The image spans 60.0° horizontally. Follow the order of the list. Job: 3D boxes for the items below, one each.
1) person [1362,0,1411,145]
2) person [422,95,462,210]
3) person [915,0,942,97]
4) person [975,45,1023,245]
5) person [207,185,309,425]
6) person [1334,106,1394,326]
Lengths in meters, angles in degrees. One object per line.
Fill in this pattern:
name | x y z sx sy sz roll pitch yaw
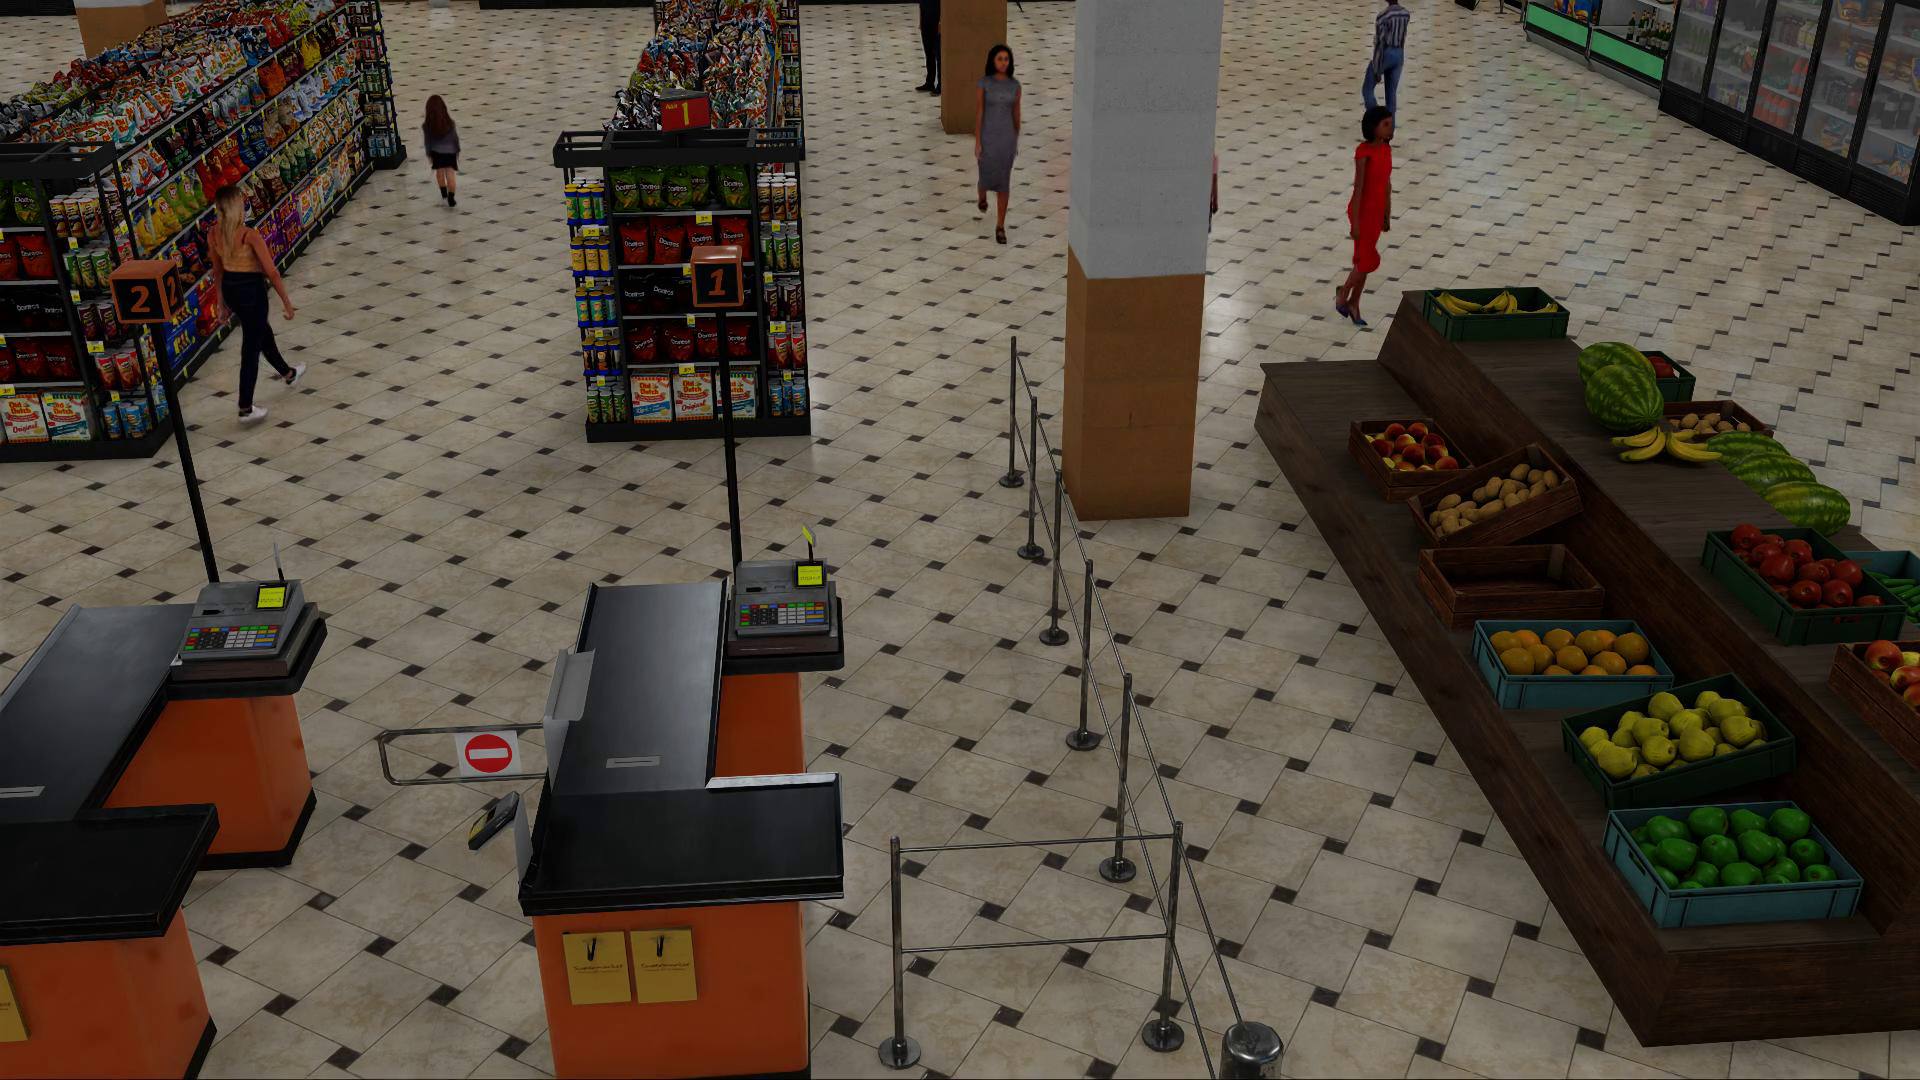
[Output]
person | 4.783 -5.210 18.340 0.730 1.780 0.747 -13 29 -23
person | -5.066 -3.786 16.312 0.548 1.075 0.801 -6 28 -12
person | -0.332 -6.528 20.929 0.774 1.790 0.657 -19 32 -33
person | 0.310 -3.634 15.252 0.612 1.762 0.908 -4 27 -8
person | -4.917 -1.574 11.389 0.868 1.582 1.194 7 28 13
person | 3.144 -2.560 13.164 0.795 1.735 0.737 23 35 38
